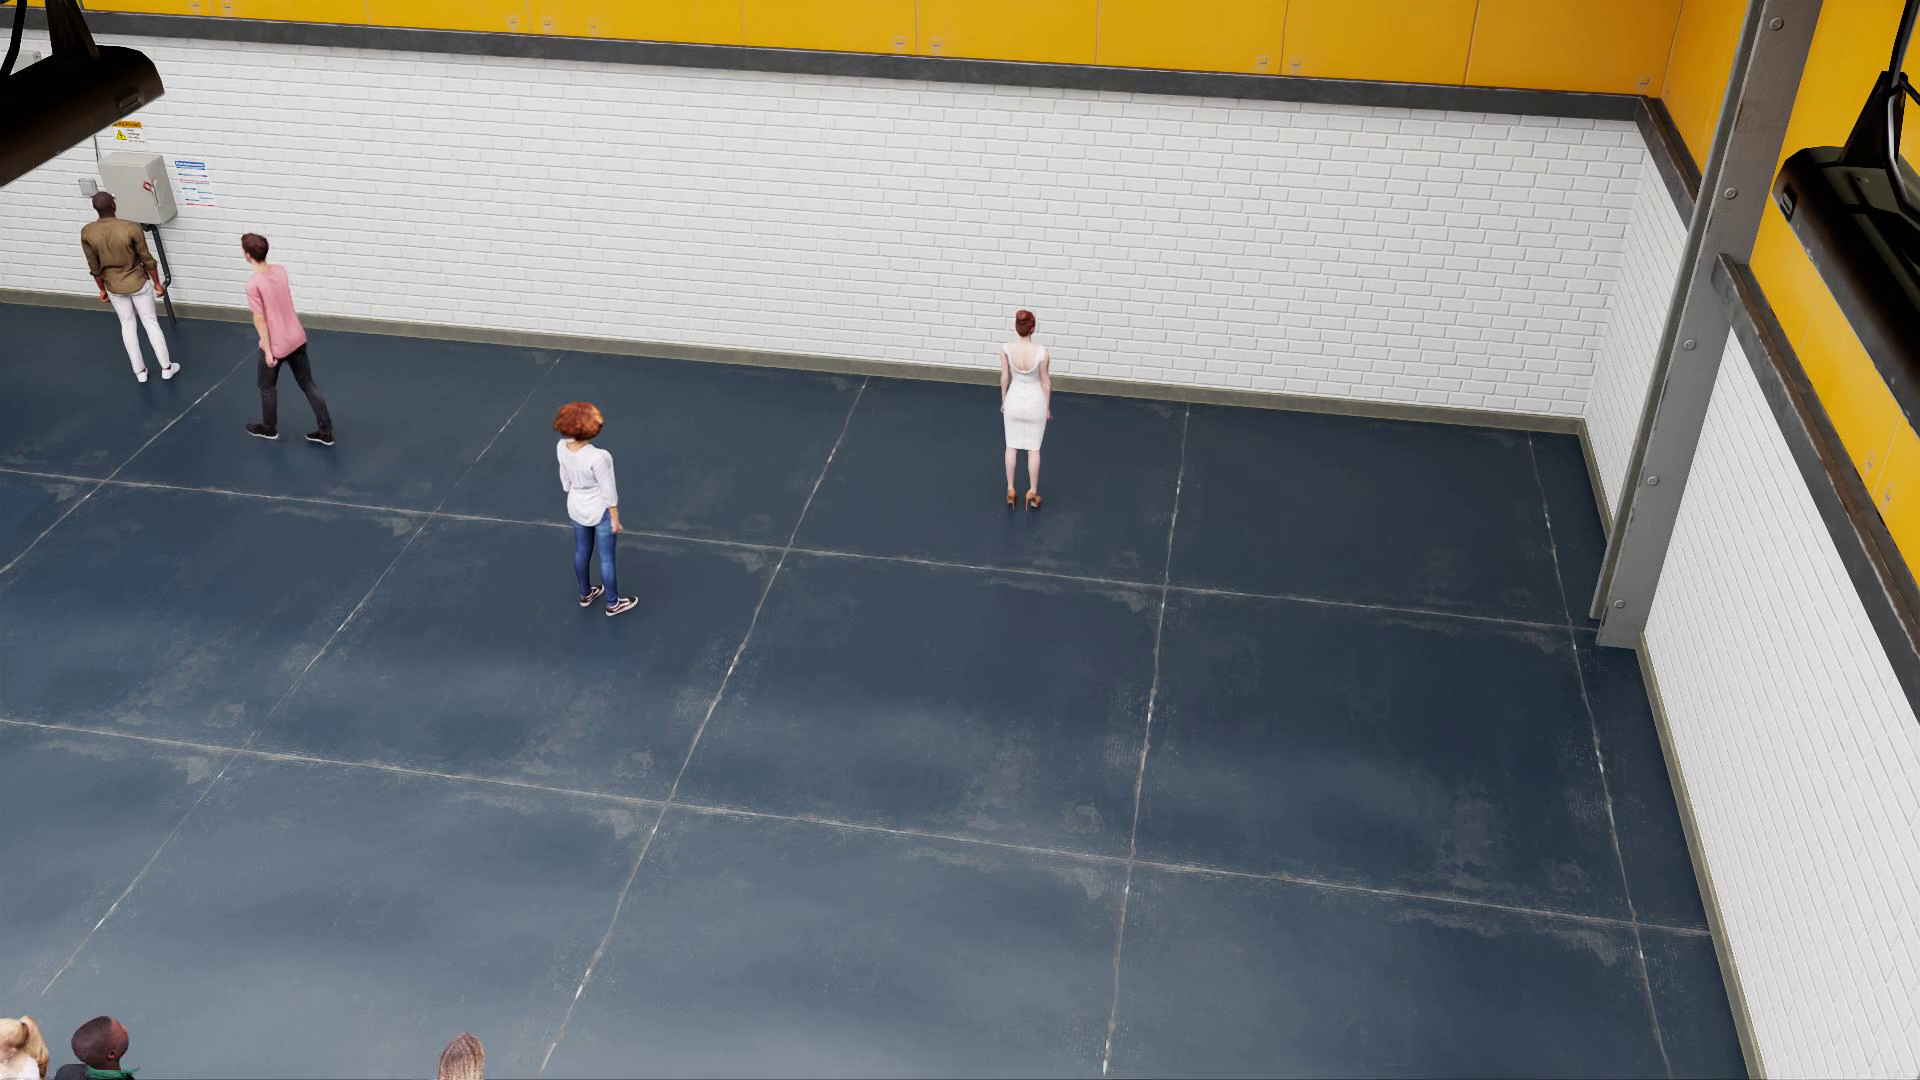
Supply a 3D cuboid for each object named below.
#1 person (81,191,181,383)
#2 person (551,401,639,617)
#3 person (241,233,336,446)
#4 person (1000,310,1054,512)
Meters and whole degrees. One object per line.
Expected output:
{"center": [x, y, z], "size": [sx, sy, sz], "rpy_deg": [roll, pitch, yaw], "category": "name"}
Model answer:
{"center": [-7.570, -2.305, 15.139], "size": [0.802, 1.825, 0.736], "rpy_deg": [-8, 34, -11], "category": "person"}
{"center": [-2.701, -0.233, 12.127], "size": [0.726, 1.710, 0.724], "rpy_deg": [19, 38, 27], "category": "person"}
{"center": [-5.645, -1.639, 14.043], "size": [0.826, 1.929, 1.016], "rpy_deg": [12, 35, 17], "category": "person"}
{"center": [0.510, -1.037, 13.260], "size": [0.593, 1.793, 0.507], "rpy_deg": [10, 35, 14], "category": "person"}
